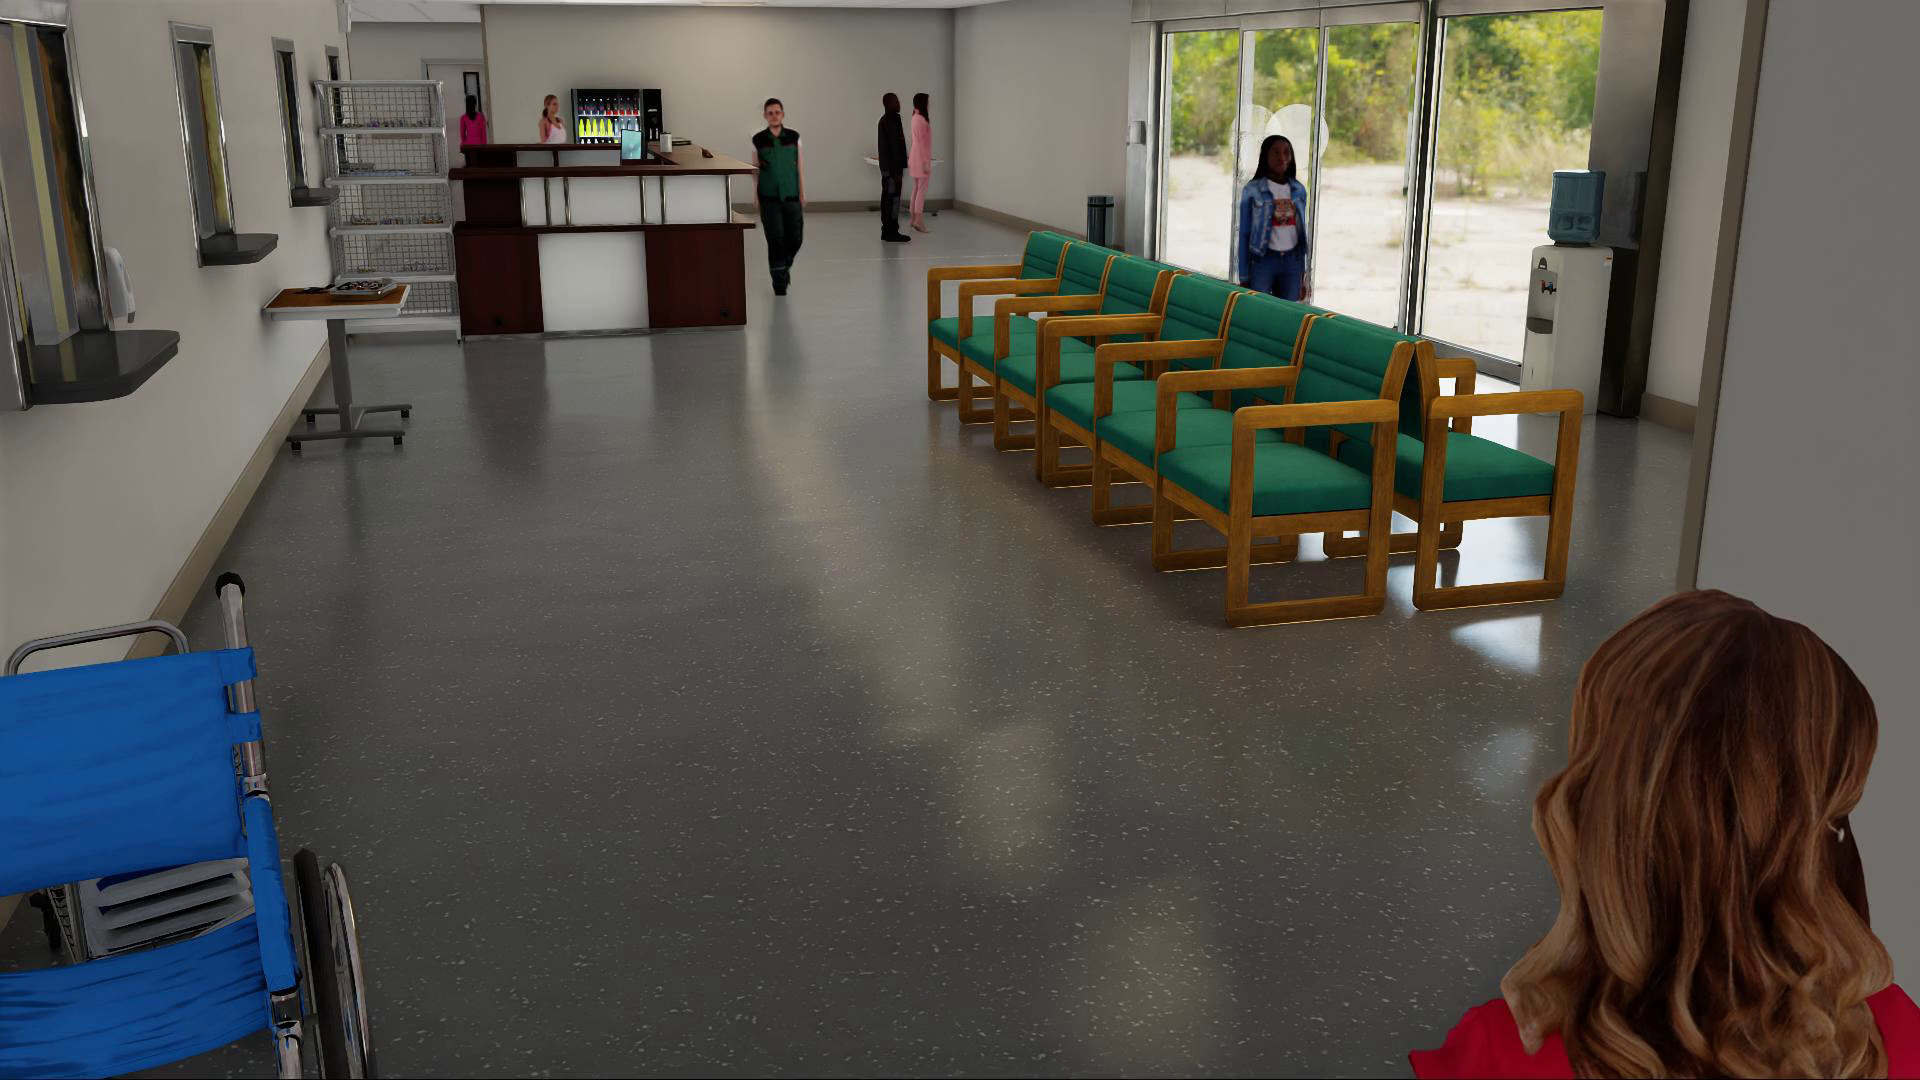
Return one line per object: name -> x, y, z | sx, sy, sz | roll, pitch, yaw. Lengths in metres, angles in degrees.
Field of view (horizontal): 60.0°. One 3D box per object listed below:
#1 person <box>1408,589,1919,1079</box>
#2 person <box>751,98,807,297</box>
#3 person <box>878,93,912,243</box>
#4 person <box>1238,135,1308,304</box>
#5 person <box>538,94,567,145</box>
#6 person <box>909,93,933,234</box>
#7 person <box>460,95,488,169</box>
person -> 0.553, 0.871, 1.363 | 0.536, 1.728, 0.675 | -1, 16, -3
person -> -1.715, -3.245, 15.777 | 0.808, 1.829, 0.712 | -4, 16, -15
person -> -0.875, -4.701, 20.948 | 0.588, 1.825, 0.695 | -5, 16, -16
person -> 1.899, -1.600, 10.156 | 0.454, 1.712, 0.670 | -5, 16, -17
person -> -5.390, -4.915, 21.810 | 0.930, 1.769, 0.875 | 10, 19, 32
person -> -0.531, -4.997, 22.044 | 0.507, 1.801, 0.615 | -4, 16, -15
person -> -8.000, -6.406, 27.310 | 1.115, 1.655, 0.768 | -2, 16, -6
